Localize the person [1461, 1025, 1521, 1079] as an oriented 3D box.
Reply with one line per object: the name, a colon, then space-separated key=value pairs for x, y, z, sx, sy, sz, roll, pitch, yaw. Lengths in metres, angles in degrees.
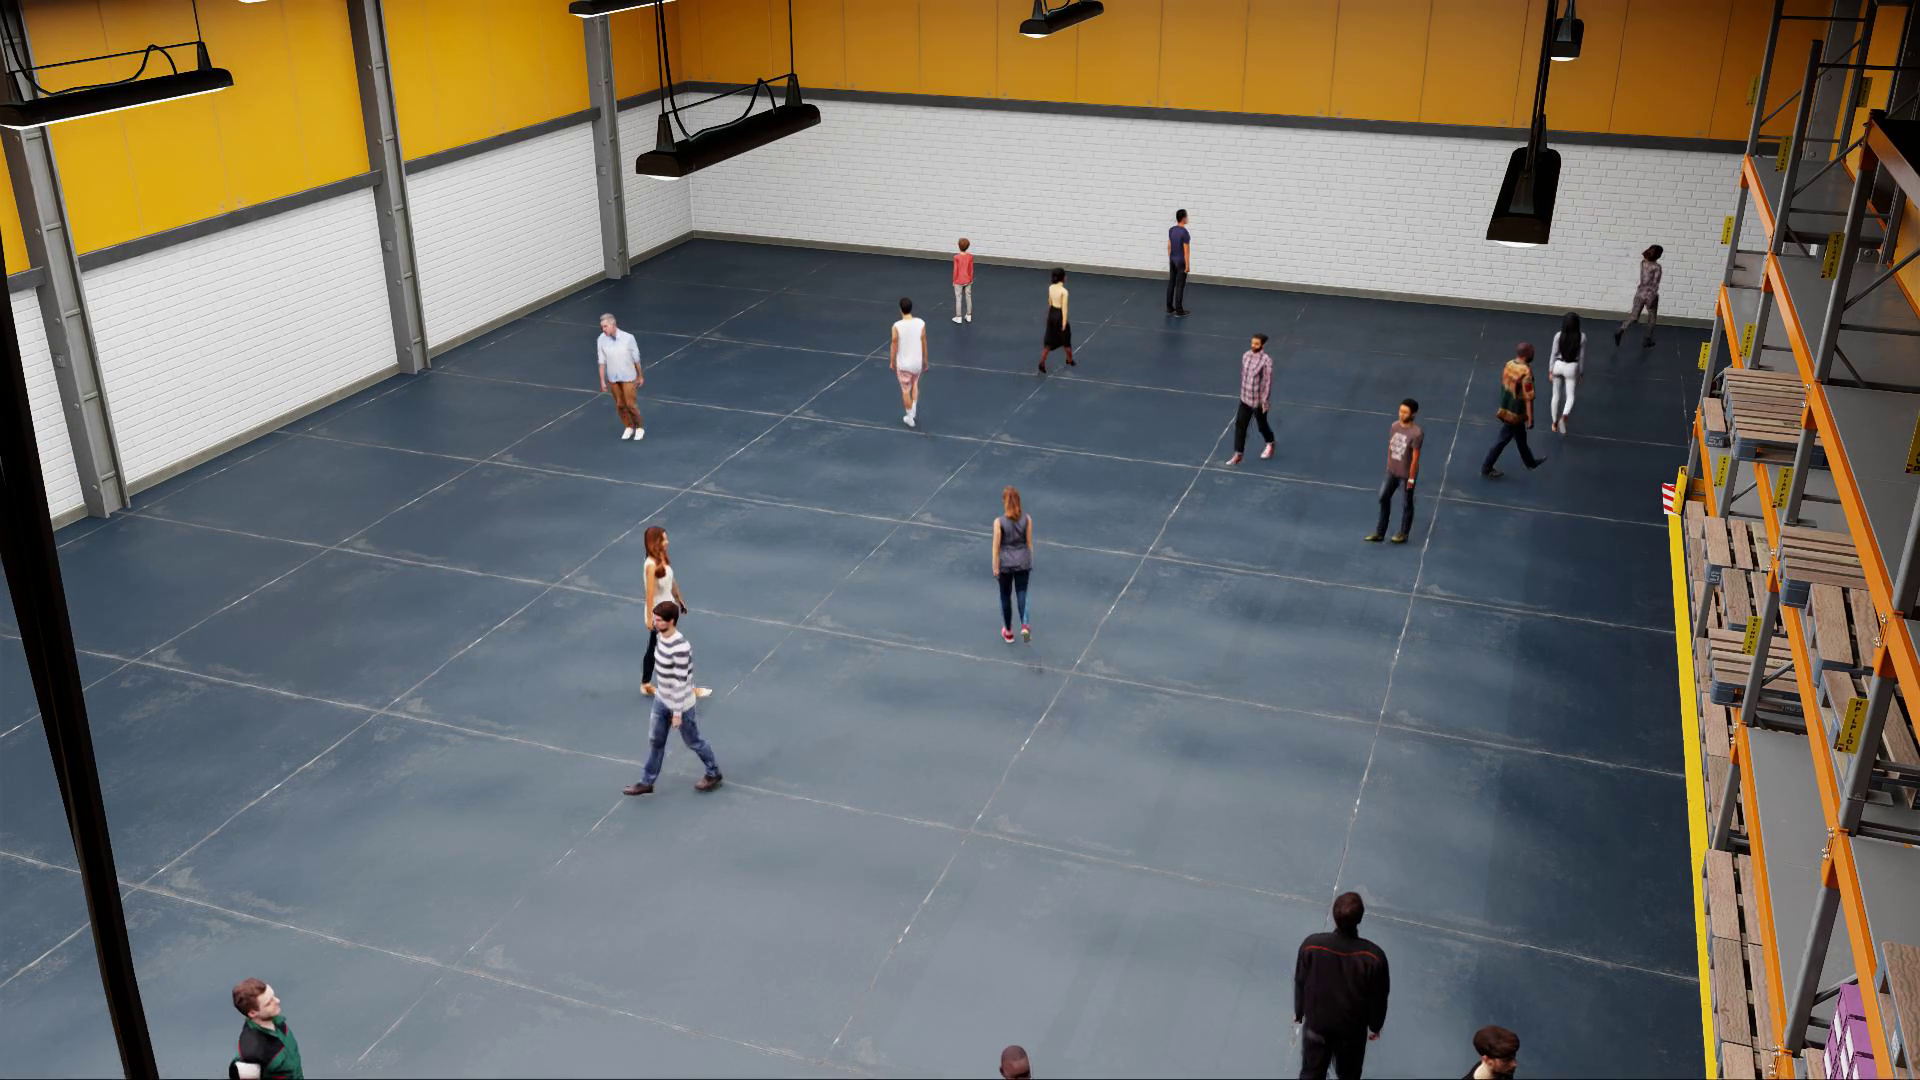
person: x=2.851 y=3.471 z=9.225 sx=0.795 sy=1.896 sz=0.636 roll=18 pitch=29 yaw=35

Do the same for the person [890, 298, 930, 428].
person: x=-0.677 y=-2.410 z=22.835 sx=0.848 sy=1.772 sz=0.904 roll=-8 pitch=25 yaw=-17

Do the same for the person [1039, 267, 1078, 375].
person: x=1.397 y=-3.246 z=24.951 sx=0.854 sy=1.608 sz=1.093 roll=22 pitch=32 yaw=40

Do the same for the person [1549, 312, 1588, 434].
person: x=8.193 y=-2.228 z=22.494 sx=0.623 sy=1.712 sz=0.900 roll=10 pitch=25 yaw=21

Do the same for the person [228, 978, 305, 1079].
person: x=-4.043 y=3.321 z=9.679 sx=1.108 sy=1.808 sz=1.153 roll=-5 pitch=24 yaw=-12

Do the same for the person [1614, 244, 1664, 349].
person: x=10.694 y=-3.788 z=26.096 sx=1.098 sy=1.685 sz=1.021 roll=-11 pitch=26 yaw=-23

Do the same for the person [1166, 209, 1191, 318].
person: x=3.672 y=-4.676 z=27.995 sx=0.724 sy=1.790 sz=0.712 roll=-16 pitch=28 yaw=-32

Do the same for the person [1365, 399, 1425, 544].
person: x=5.161 y=-0.798 z=19.154 sx=0.971 sy=1.767 sz=0.889 roll=-16 pitch=28 yaw=-32

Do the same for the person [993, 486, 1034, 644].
person: x=0.558 y=0.303 z=16.703 sx=0.825 sy=1.712 sz=0.953 roll=-5 pitch=24 yaw=-10

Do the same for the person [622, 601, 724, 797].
person: x=-2.339 y=1.358 z=14.167 sx=1.208 sy=1.811 sz=1.059 roll=-16 pitch=28 yaw=-32

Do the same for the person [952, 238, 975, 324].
person: x=0.053 y=-4.323 z=27.655 sx=0.596 sy=1.416 sz=0.654 roll=-10 pitch=26 yaw=-22

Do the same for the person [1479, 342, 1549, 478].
person: x=6.911 y=-1.599 z=20.994 sx=1.094 sy=1.762 sz=1.204 roll=-3 pitch=24 yaw=-6

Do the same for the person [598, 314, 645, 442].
person: x=-4.500 y=-2.200 z=22.338 sx=0.768 sy=1.786 sz=0.759 roll=-1 pitch=24 yaw=-3

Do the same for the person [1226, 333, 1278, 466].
person: x=3.879 y=-1.853 z=21.590 sx=1.249 sy=1.748 sz=1.051 roll=-20 pitch=30 yaw=-37

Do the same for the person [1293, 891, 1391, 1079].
person: x=2.337 y=3.001 z=10.368 sx=0.740 sy=1.842 sz=0.624 roll=7 pitch=25 yaw=15

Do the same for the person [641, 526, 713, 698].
person: x=-2.932 y=0.702 z=15.731 sx=0.832 sy=1.760 sz=0.960 roll=3 pitch=24 yaw=6
